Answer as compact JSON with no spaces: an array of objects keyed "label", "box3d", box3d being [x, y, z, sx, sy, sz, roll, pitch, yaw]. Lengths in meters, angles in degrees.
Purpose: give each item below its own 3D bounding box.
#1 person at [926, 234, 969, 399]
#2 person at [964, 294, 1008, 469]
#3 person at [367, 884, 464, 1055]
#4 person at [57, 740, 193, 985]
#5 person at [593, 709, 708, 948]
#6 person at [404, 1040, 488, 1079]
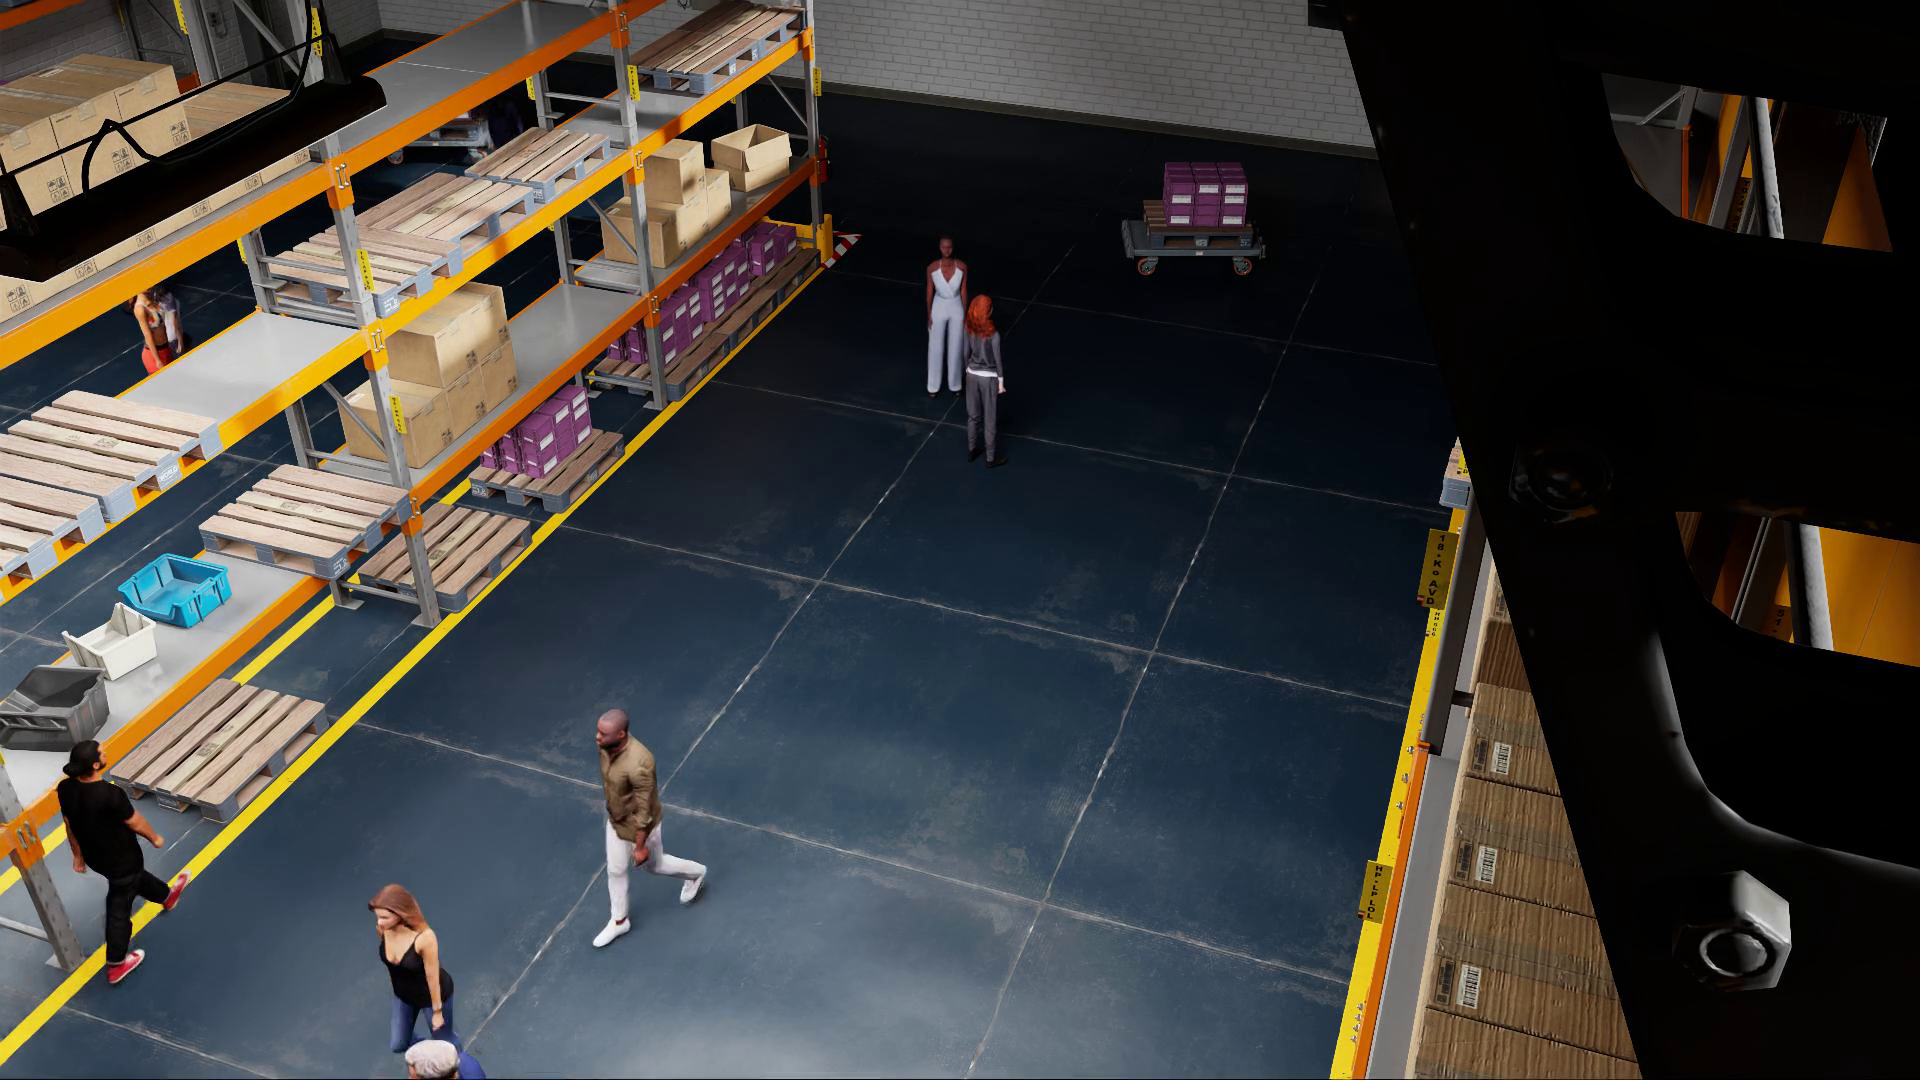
[{"label":"person","box3d":[-0.131,-2.282,16.945,0.649,1.783,0.646,-5,34,-7]},{"label":"person","box3d":[0.221,-1.514,15.794,0.640,1.779,0.603,24,40,31]},{"label":"person","box3d":[-3.091,2.581,9.695,0.577,1.708,0.586,11,35,16]},{"label":"person","box3d":[-5.389,2.063,10.470,0.630,1.715,1.109,11,35,16]},{"label":"person","box3d":[-2.038,1.801,10.787,1.002,1.801,1.230,27,42,35]},{"label":"person","box3d":[-2.418,3.189,8.703,0.951,1.796,0.935,-7,34,-11]}]
